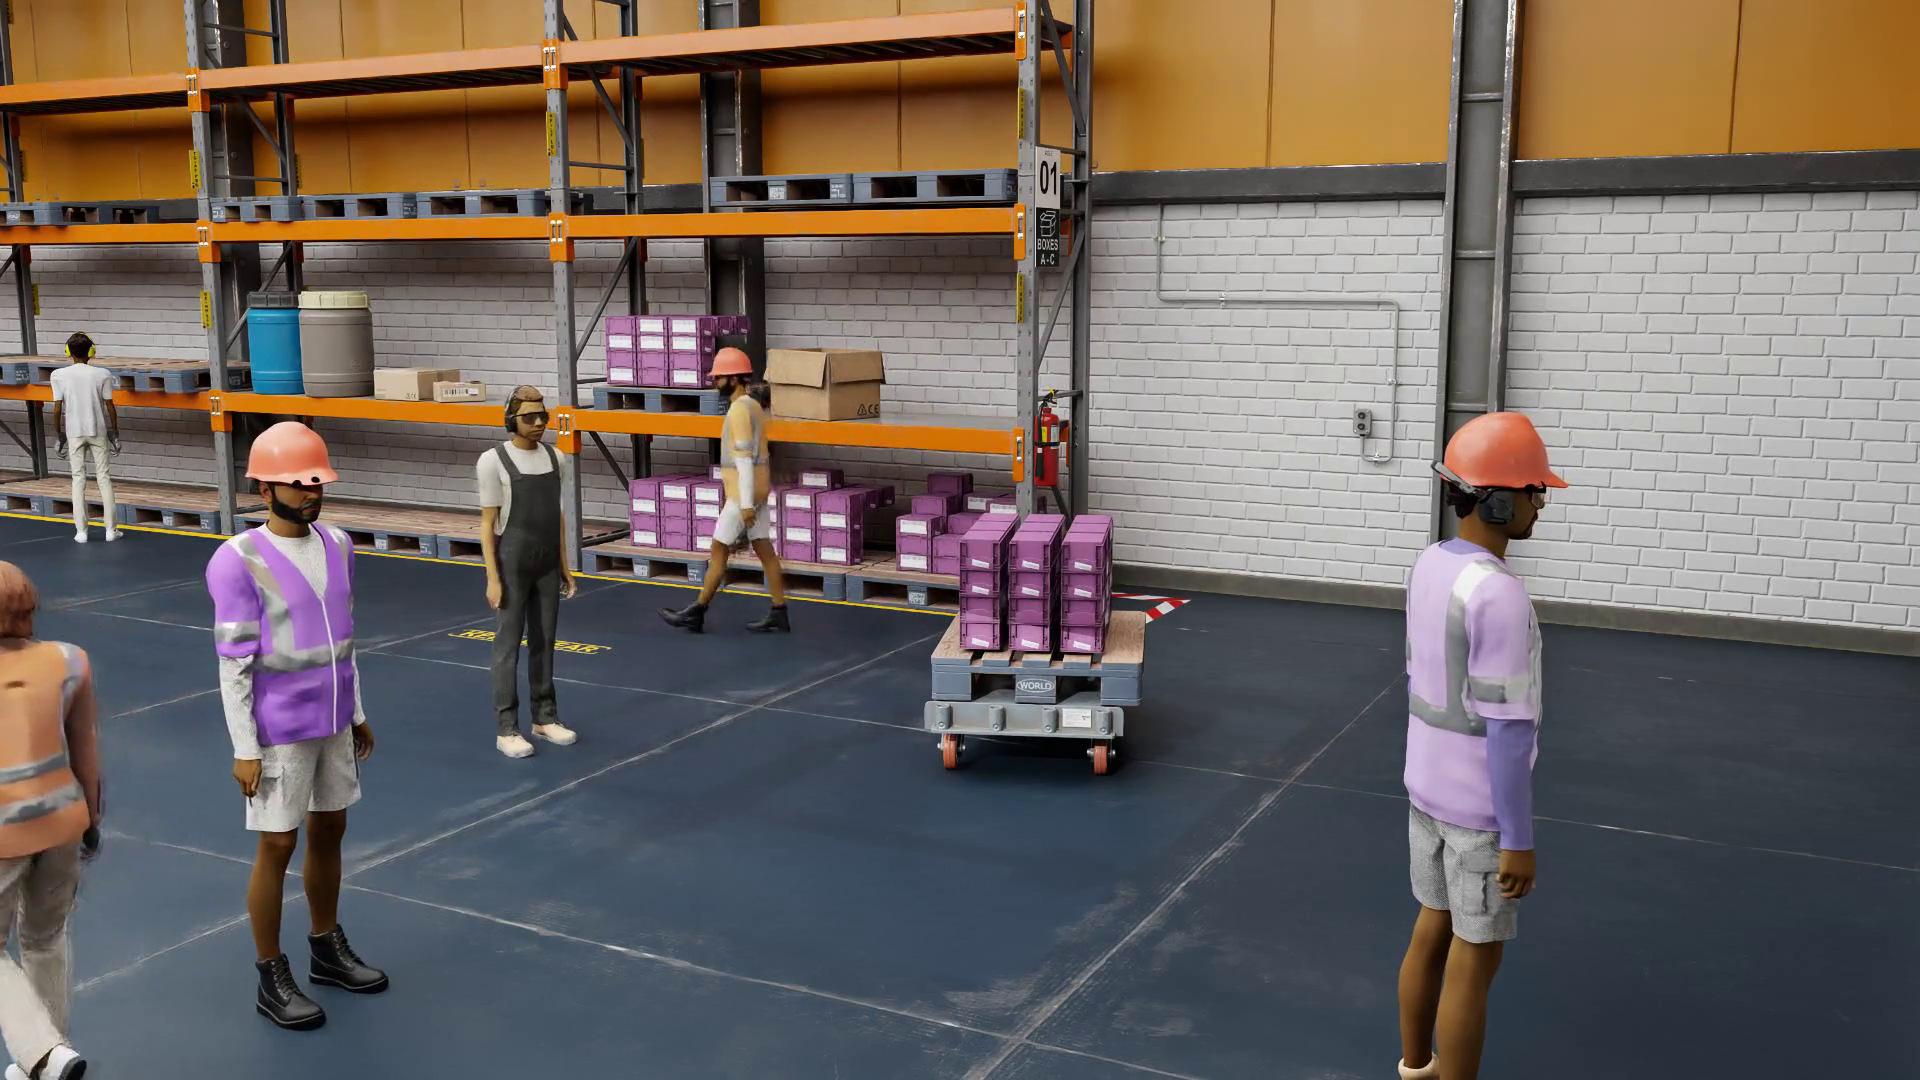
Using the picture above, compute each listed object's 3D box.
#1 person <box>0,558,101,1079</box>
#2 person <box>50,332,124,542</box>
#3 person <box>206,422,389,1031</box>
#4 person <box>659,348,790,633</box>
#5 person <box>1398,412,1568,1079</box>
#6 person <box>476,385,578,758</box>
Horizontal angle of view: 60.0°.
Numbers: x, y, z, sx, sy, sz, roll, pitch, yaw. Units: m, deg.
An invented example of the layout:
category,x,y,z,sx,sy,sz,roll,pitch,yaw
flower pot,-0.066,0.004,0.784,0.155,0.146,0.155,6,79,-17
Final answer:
category,x,y,z,sx,sy,sz,roll,pitch,yaw
person,-2.629,0.853,4.683,0.567,1.622,0.521,6,11,33
person,-7.767,-0.911,14.796,0.533,1.868,0.310,-4,10,-24
person,-2.109,0.583,5.367,0.361,1.935,0.553,4,10,23
person,-1.560,-0.311,10.996,0.930,1.896,0.574,1,9,4
person,1.385,0.680,4.449,0.371,2.044,0.608,-1,9,-6
person,-2.162,0.148,8.333,0.343,1.843,0.526,7,12,37
